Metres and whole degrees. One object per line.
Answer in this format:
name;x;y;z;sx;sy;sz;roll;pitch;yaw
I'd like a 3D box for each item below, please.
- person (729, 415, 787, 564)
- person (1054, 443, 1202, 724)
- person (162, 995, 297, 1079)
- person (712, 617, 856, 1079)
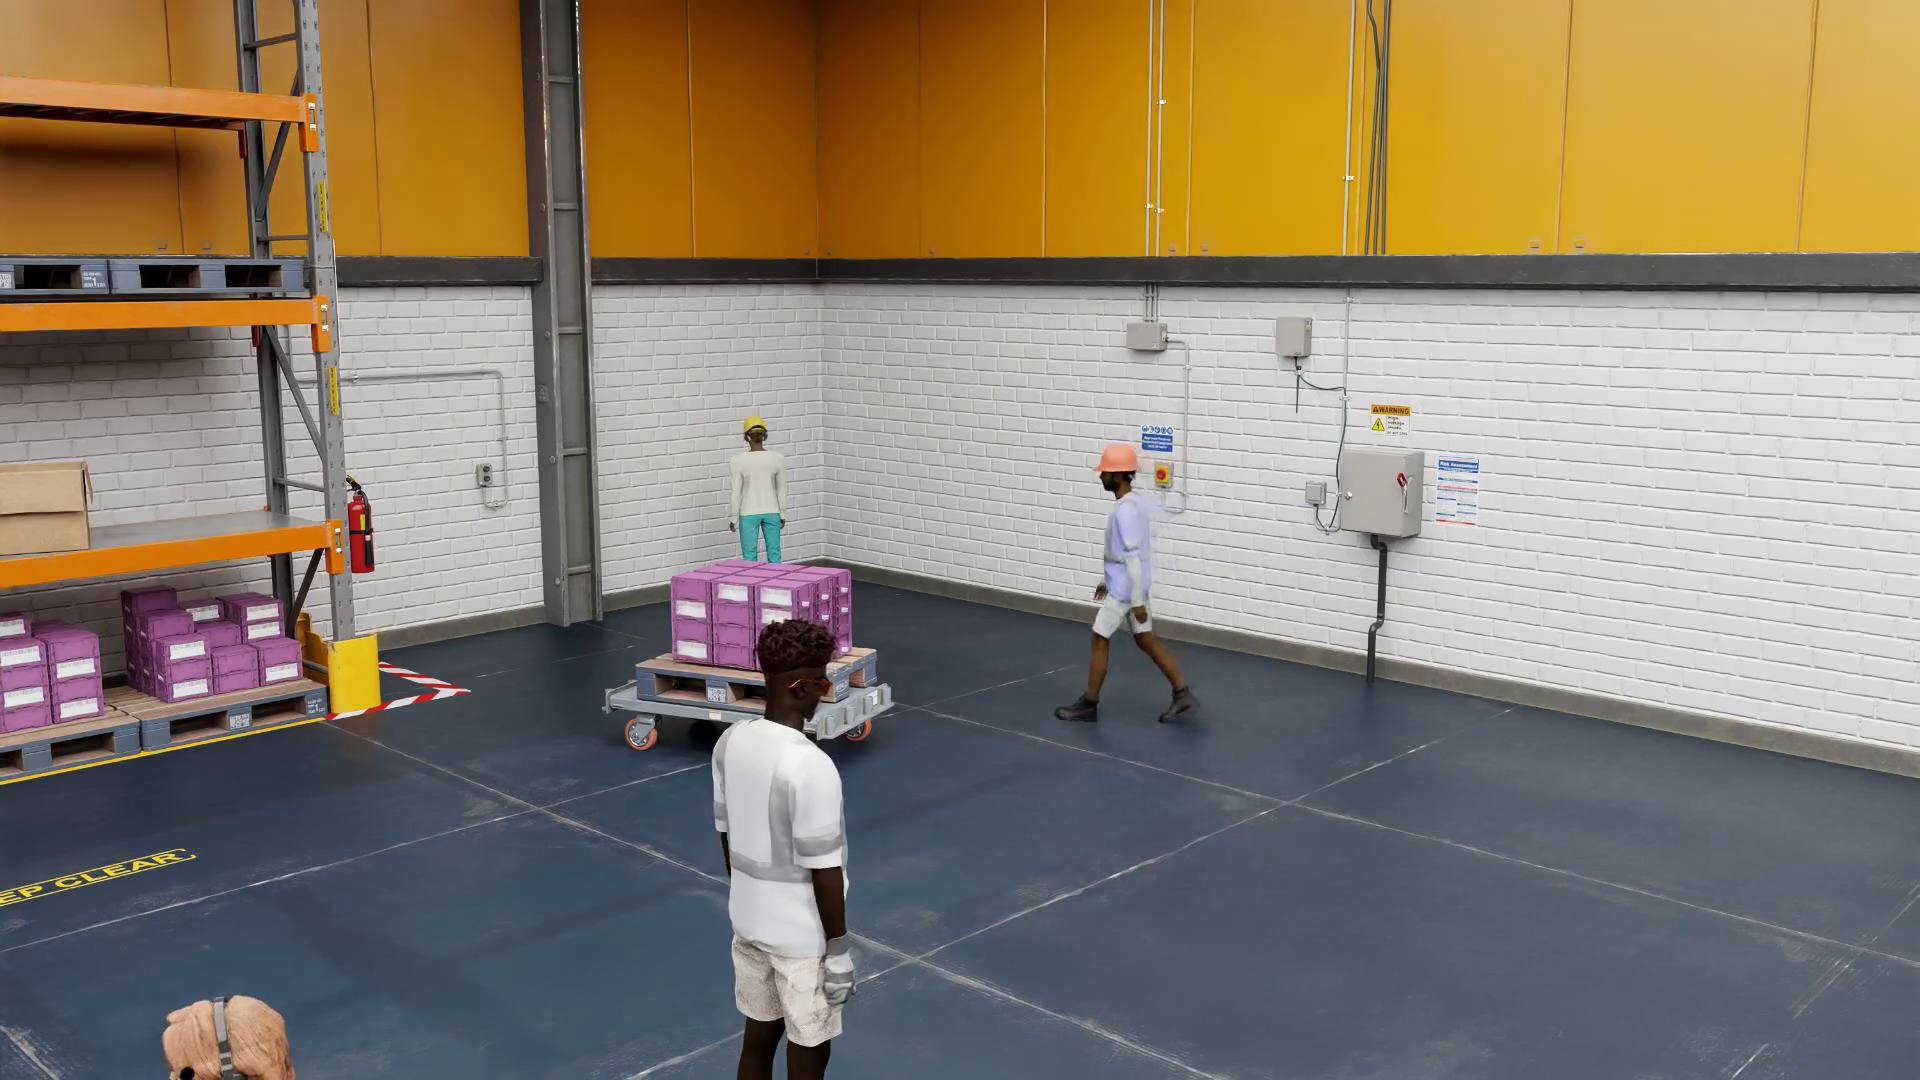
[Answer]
person;-1.775;-0.215;14.608;0.523;1.760;0.324;-4;10;-24
person;1.157;0.300;11.049;0.960;1.902;0.548;3;10;16
person;-1.393;1.684;3.337;0.517;1.636;0.313;8;12;40
person;-0.533;1.208;5.258;0.364;1.961;0.605;-8;12;-40
